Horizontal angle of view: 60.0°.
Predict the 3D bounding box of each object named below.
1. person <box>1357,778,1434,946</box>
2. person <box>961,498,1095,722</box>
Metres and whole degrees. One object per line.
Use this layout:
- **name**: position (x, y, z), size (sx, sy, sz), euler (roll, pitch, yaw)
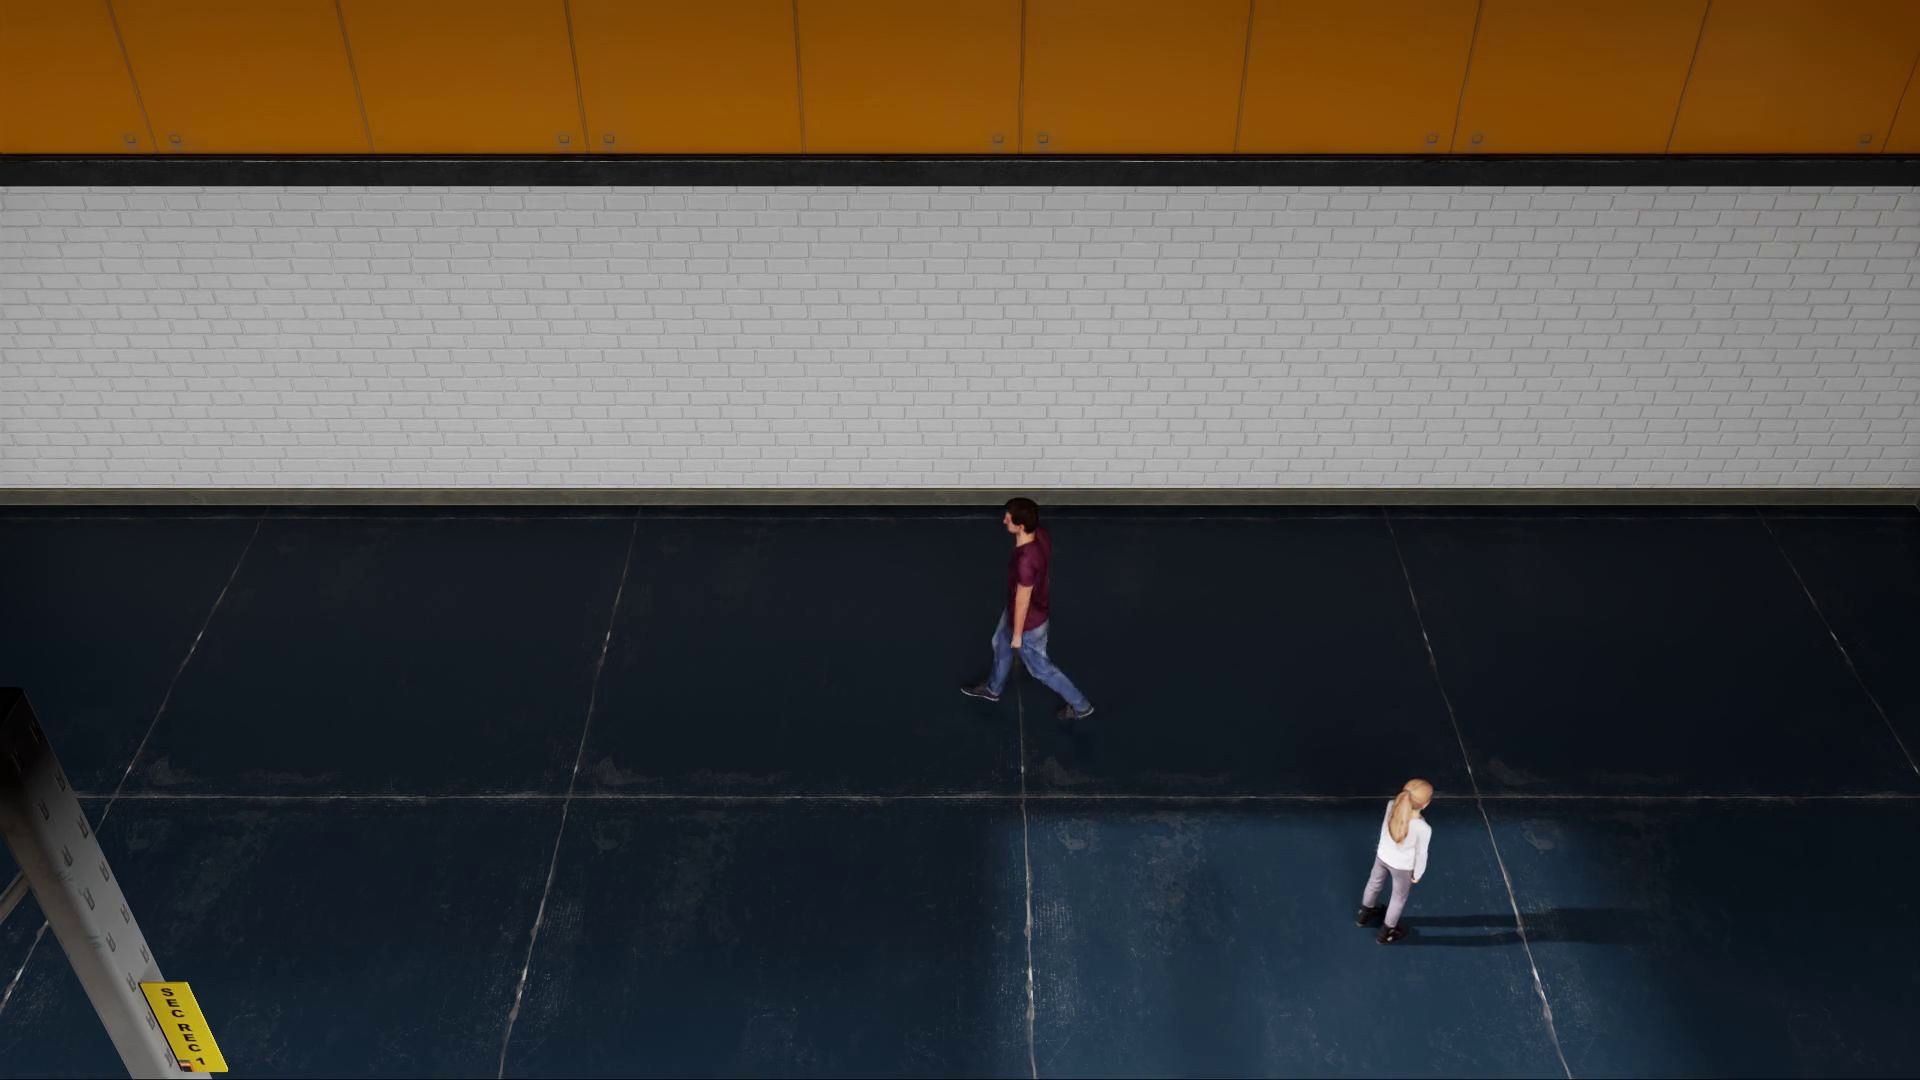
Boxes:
- **person**: position (2.547, 1.867, 9.723), size (0.623, 1.277, 0.551), euler (-26, 45, -28)
- **person**: position (0.536, 0.508, 11.002), size (0.864, 1.805, 1.162), euler (6, 39, 7)
